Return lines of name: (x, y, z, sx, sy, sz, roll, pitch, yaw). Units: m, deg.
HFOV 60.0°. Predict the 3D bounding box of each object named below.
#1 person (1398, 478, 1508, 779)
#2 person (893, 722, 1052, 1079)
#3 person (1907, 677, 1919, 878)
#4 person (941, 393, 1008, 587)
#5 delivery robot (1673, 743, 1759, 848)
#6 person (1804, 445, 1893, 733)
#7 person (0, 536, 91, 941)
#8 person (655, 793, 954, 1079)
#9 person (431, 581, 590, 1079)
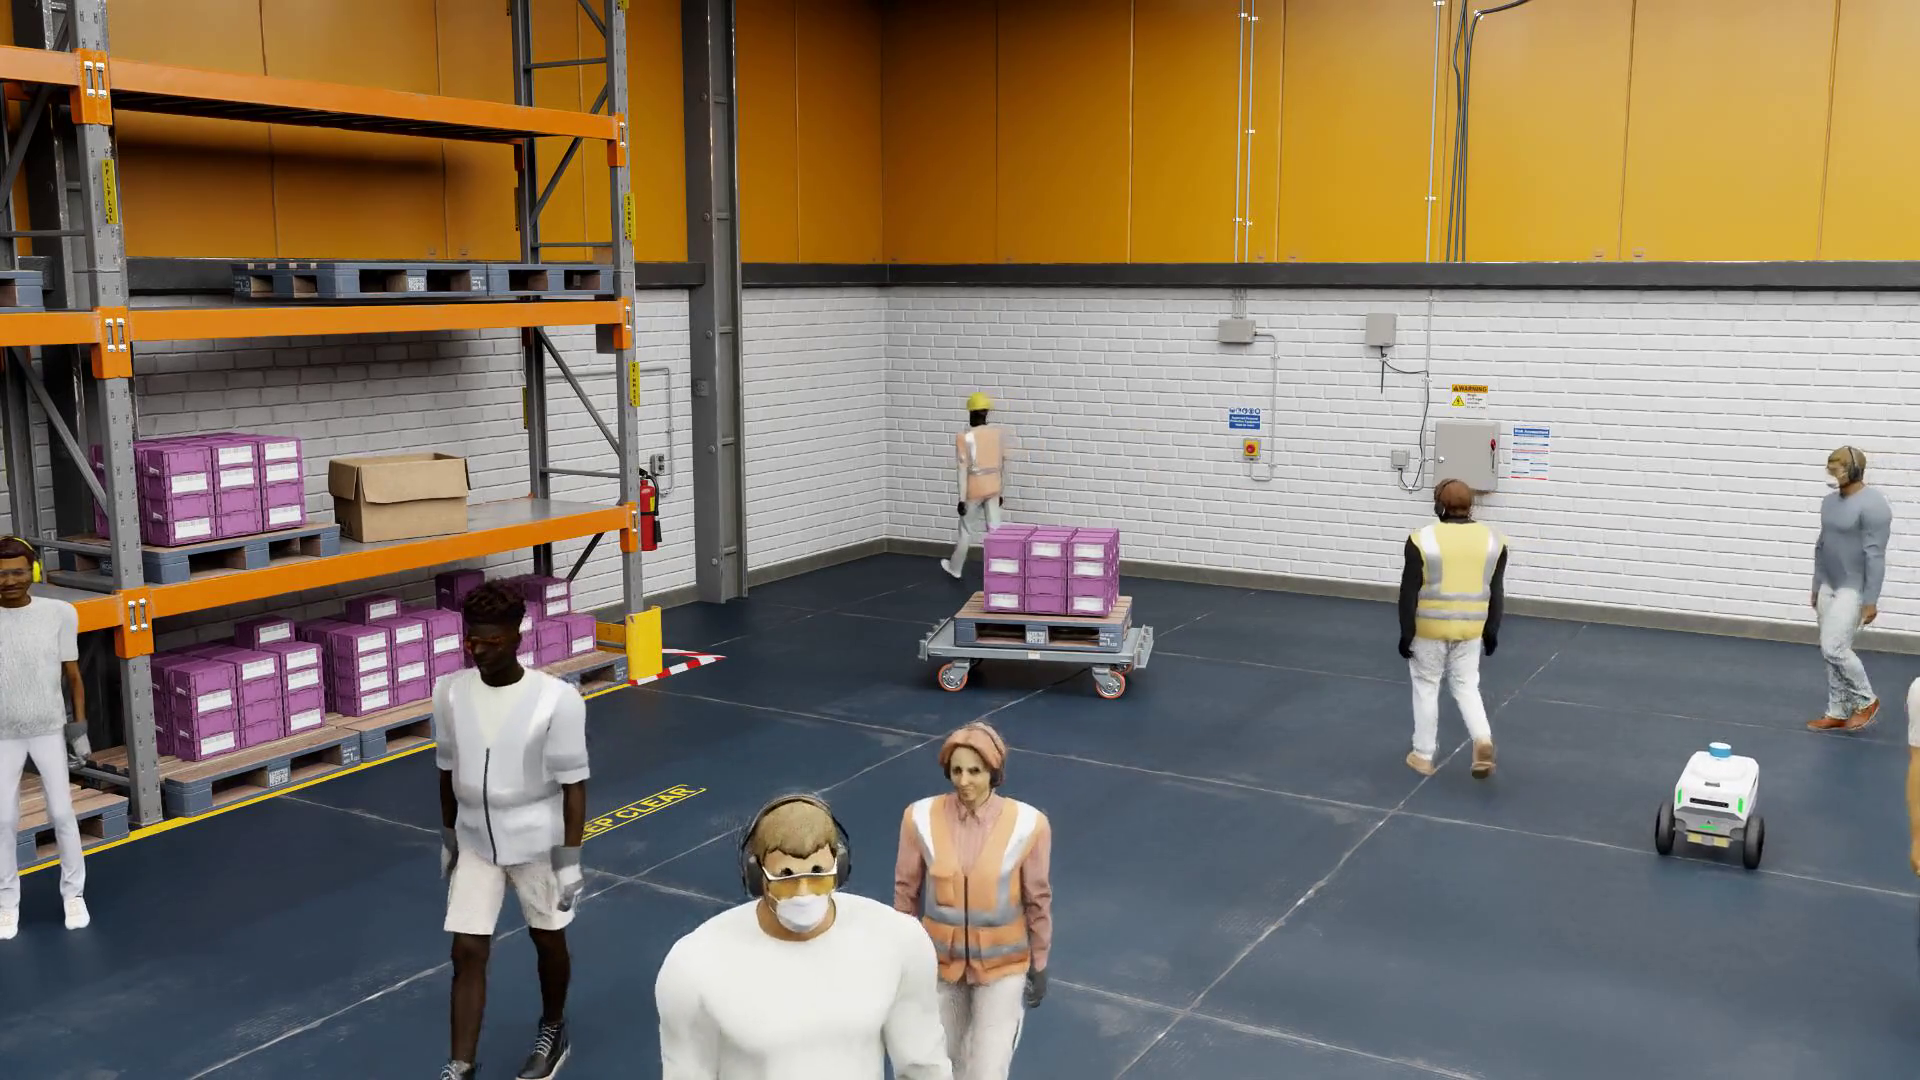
person: (2.941, 0.546, 9.914, 0.633, 1.826, 0.648, -1, 9, -7)
person: (0.049, 1.363, 5.457, 0.522, 1.609, 0.739, 2, 9, 14)
person: (3.859, 1.117, 6.347, 0.516, 1.819, 0.450, 3, 9, 16)
person: (0.163, -0.481, 16.109, 0.613, 1.876, 0.986, -5, 10, -29)
delivery robot: (3.983, 1.311, 8.746, 0.477, 0.478, 0.707, 5, 11, 30)
person: (5.765, 0.338, 10.873, 0.433, 1.921, 0.644, 0, 9, -2)
person: (-4.274, 0.896, 7.611, 0.505, 1.860, 0.320, -4, 10, -25)
person: (-0.302, 1.502, 3.656, 0.650, 1.902, 0.894, -3, 10, -20)
person: (-1.661, 1.123, 5.927, 0.632, 1.932, 0.885, 2, 9, 10)
